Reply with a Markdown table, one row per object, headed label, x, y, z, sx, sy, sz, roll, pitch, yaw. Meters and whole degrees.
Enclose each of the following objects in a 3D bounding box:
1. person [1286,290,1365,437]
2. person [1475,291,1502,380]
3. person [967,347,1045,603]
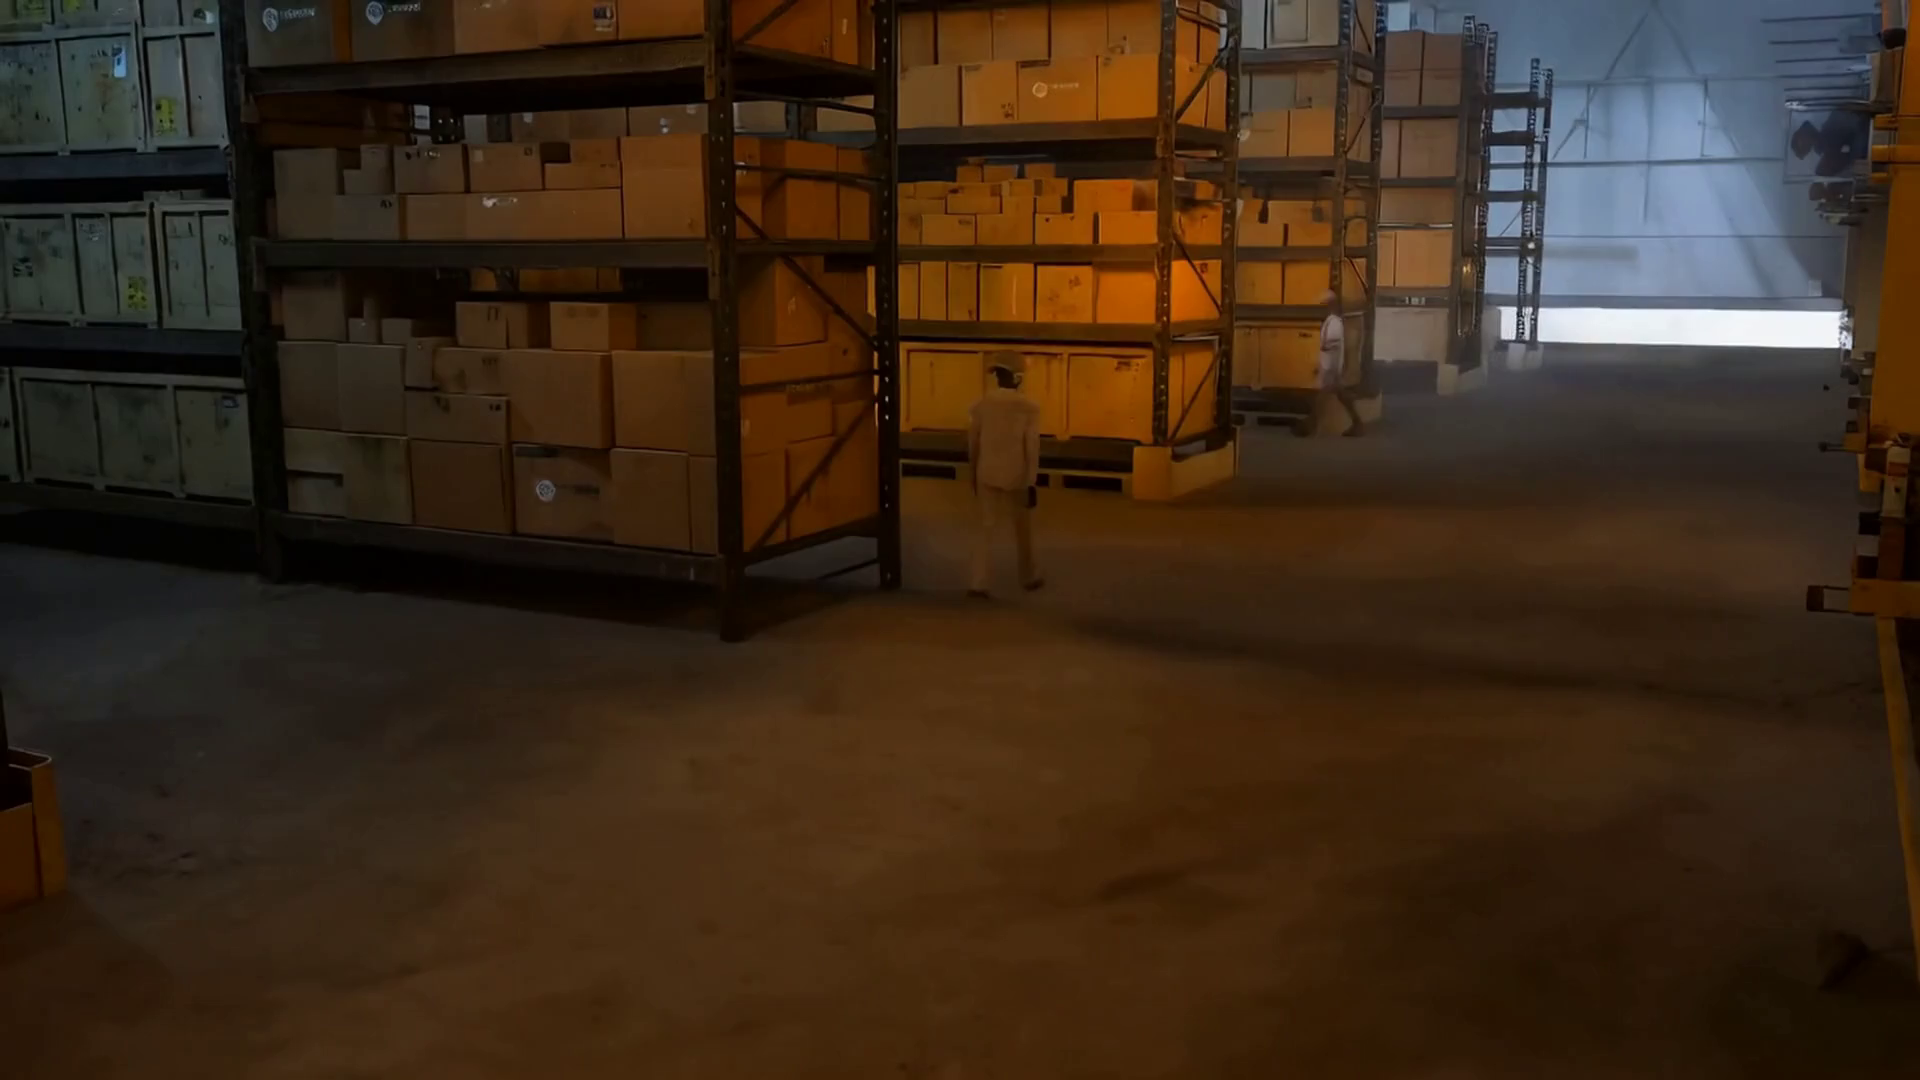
| label | x | y | z | sx | sy | sz | roll | pitch | yaw |
| --- | --- | --- | --- | --- | --- | --- | --- | --- | --- |
| person | 4.708 | -2.218 | 21.074 | 0.971 | 1.869 | 0.559 | 3 | 10 | 14 |
| person | 9.696 | -3.751 | 30.592 | 0.513 | 1.627 | 0.385 | 0 | 10 | -2 |
| person | 0.297 | -0.439 | 11.188 | 0.576 | 1.708 | 0.884 | 5 | 11 | 28 |
